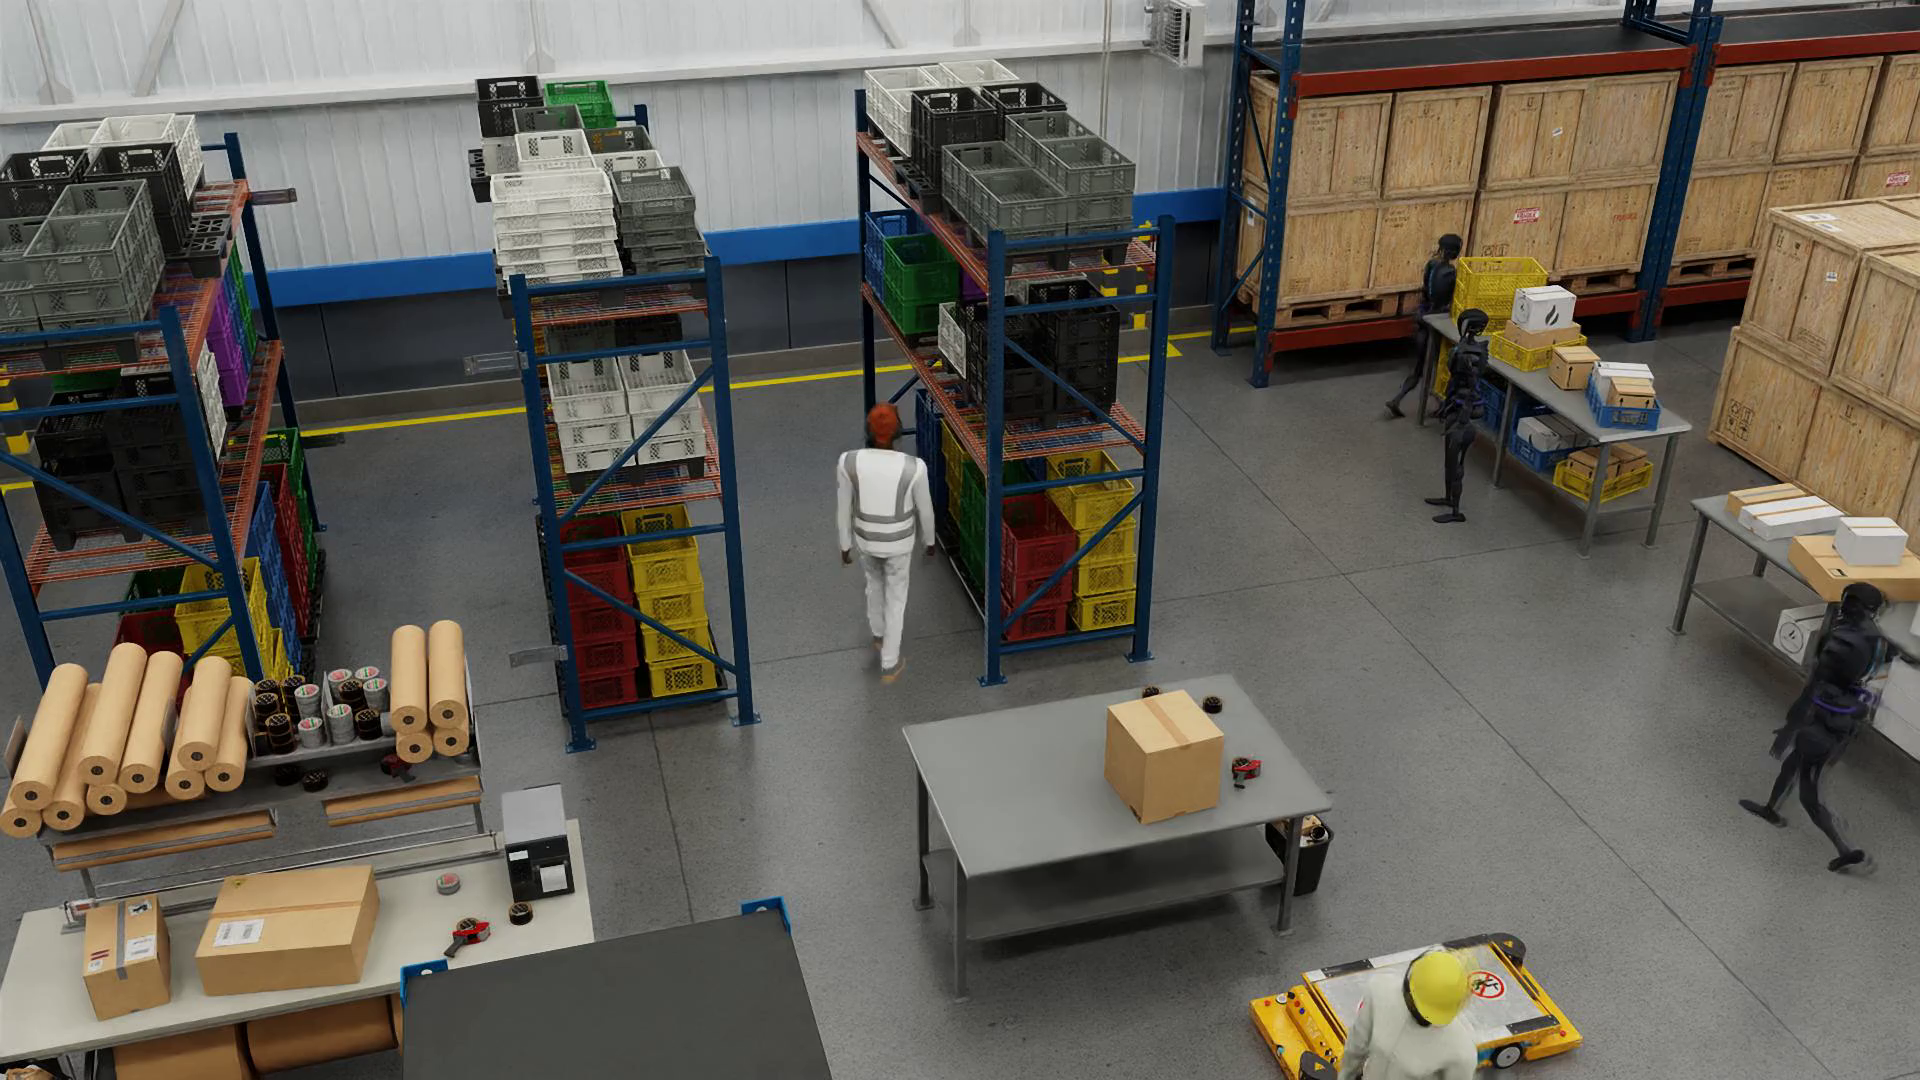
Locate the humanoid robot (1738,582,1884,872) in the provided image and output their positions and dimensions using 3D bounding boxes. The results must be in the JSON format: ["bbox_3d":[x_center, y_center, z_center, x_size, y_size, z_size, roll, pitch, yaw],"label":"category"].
[{"bbox_3d":[4.712,0.989,8.958,0.611,1.631,0.718,-22,36,-34],"label":"humanoid robot"}]

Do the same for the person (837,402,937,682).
[{"bbox_3d":[-0.434,-0.045,10.589,0.590,1.865,0.741,7,30,13],"label":"person"}]

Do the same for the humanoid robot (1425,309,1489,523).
[{"bbox_3d":[3.710,-0.933,12.383,0.312,1.657,0.608,2,29,3],"label":"humanoid robot"}]

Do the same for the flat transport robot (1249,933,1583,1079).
[{"bbox_3d":[2.184,2.282,7.980,1.431,0.197,0.652,-8,30,-14],"label":"flat transport robot"}]

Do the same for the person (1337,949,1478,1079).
[{"bbox_3d":[1.800,2.214,6.612,0.667,1.724,0.546,-18,34,-29],"label":"person"}]

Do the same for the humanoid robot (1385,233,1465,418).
[{"bbox_3d":[3.975,-1.782,13.967,0.633,1.642,0.594,-12,31,-21],"label":"humanoid robot"}]
